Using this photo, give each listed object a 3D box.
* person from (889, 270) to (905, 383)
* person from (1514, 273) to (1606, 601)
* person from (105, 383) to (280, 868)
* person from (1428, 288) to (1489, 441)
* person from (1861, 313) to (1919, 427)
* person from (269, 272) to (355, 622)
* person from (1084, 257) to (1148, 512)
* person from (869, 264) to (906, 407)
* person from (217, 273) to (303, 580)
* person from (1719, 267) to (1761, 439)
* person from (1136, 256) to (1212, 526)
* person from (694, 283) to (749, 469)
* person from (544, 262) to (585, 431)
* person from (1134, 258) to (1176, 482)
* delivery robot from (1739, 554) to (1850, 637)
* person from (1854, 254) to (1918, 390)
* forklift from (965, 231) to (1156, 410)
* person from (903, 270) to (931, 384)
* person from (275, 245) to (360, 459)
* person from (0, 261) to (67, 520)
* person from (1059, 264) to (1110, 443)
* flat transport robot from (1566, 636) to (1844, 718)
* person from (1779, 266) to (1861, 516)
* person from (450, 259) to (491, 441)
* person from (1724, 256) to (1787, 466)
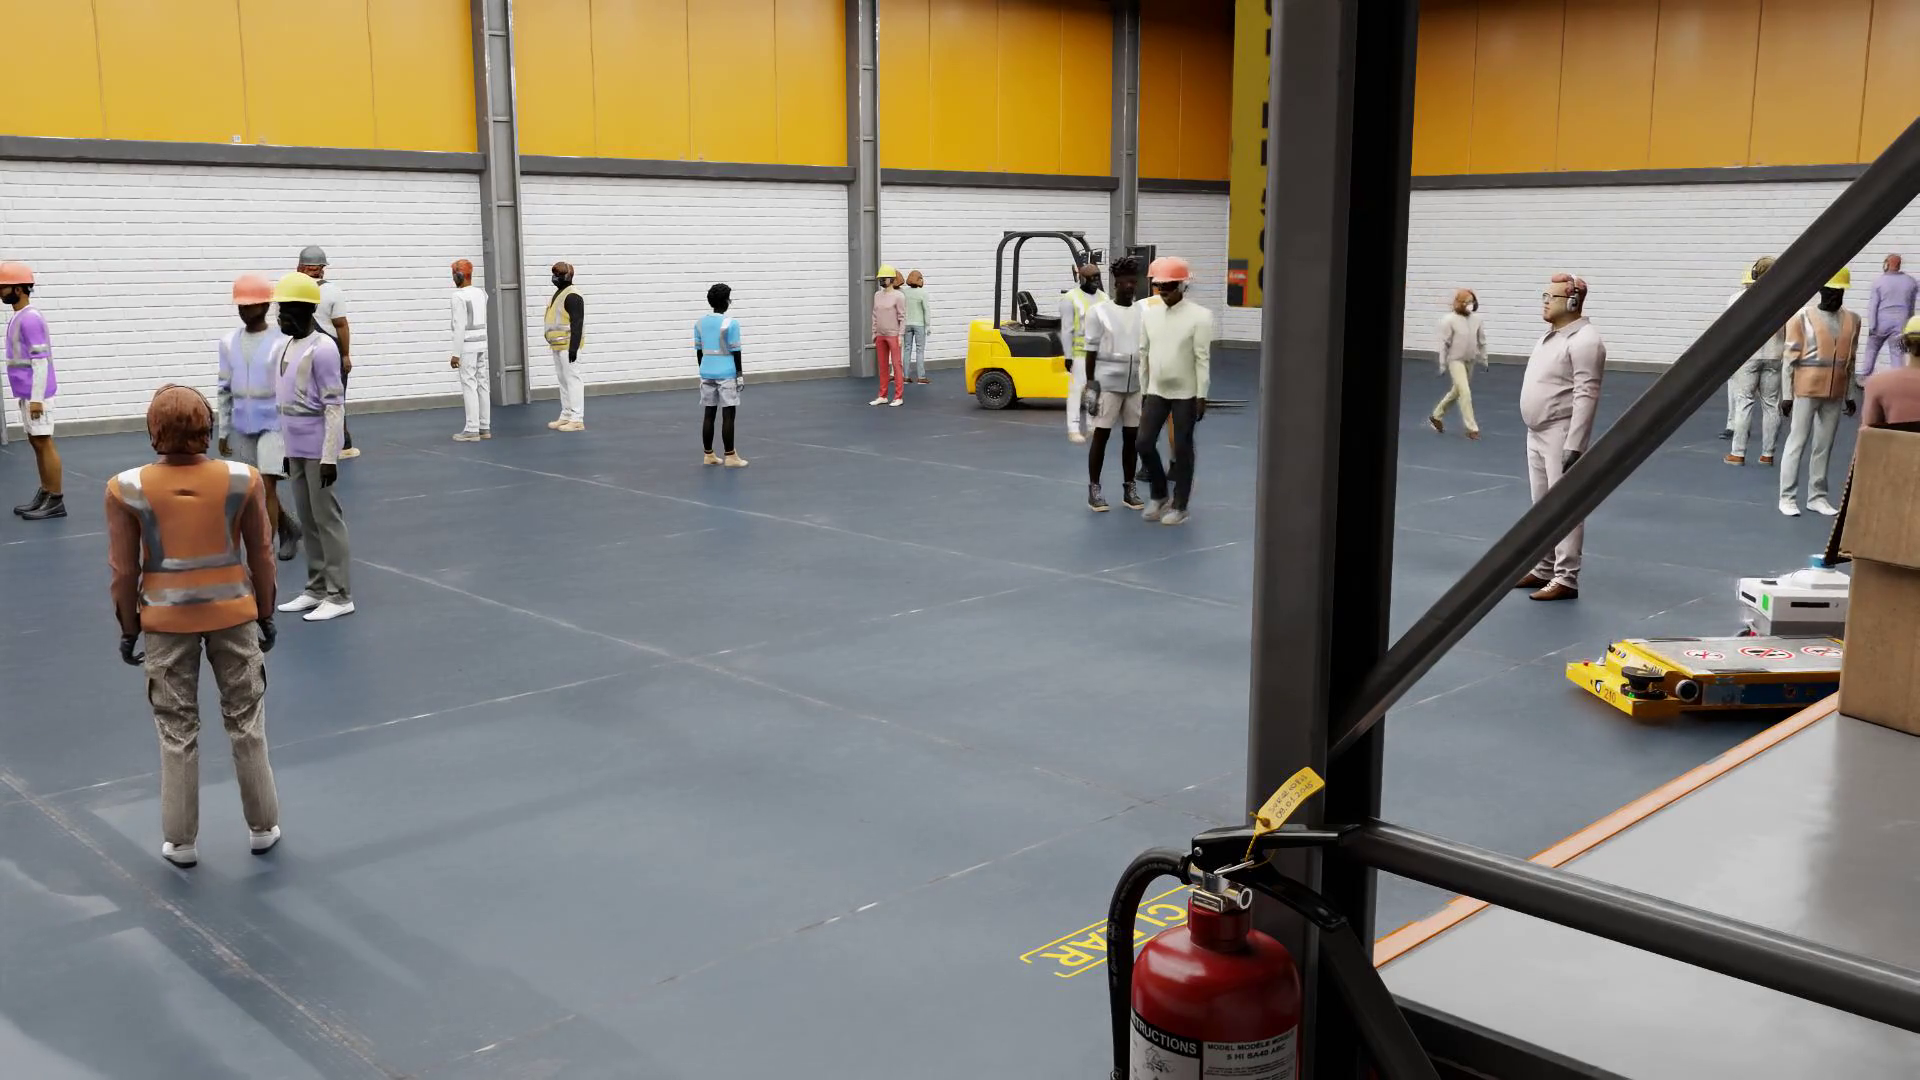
[{"bbox_3d":[-0.922,-3.090,24.108,0.285,1.631,0.501,-7,12,-32],"label":"person"},{"bbox_3d":[3.498,-0.605,9.798,0.407,1.912,0.641,-1,10,-5],"label":"person"},{"bbox_3d":[-2.576,0.294,5.633,0.512,1.641,0.309,-6,12,-28],"label":"person"},{"bbox_3d":[5.263,-1.870,17.584,0.554,1.591,0.812,-4,11,-22],"label":"person"},{"bbox_3d":[5.150,-0.375,9.032,0.536,1.736,0.837,10,14,42],"label":"person"},{"bbox_3d":[-3.624,-0.518,9.266,0.352,1.930,0.594,-10,14,-43],"label":"person"},{"bbox_3d":[1.247,-1.198,12.919,0.642,1.963,0.377,-4,11,-22],"label":"person"},{"bbox_3d":[-0.904,-2.553,20.813,0.522,1.769,0.317,9,13,39],"label":"person"},{"bbox_3d":[-4.412,-0.735,10.548,0.558,1.903,0.884,2,11,9],"label":"person"},{"bbox_3d":[8.343,-1.960,17.459,0.728,1.807,0.600,-7,12,-33],"label":"person"},{"bbox_3d":[1.558,-1.082,12.201,0.629,1.975,0.435,7,13,34],"label":"person"},{"bbox_3d":[-2.195,-1.502,15.272,0.541,1.696,0.315,7,12,33],"label":"person"},{"bbox_3d":[-4.332,-2.118,18.229,0.429,1.846,0.633,-6,12,-31],"label":"person"},{"bbox_3d":[1.722,-1.469,14.437,0.551,1.934,0.373,-2,11,-10],"label":"person"},{"bbox_3d":[4.254,0.316,8.222,0.707,0.478,0.477,1,10,4],"label":"delivery robot"},{"bbox_3d":[12.559,-2.923,22.558,0.651,1.868,0.928,2,11,9],"label":"person"},{"bbox_3d":[1.222,-2.721,20.561,2.313,2.155,1.214,2,11,13],"label":"forklift"},{"bbox_3d":[-0.646,-3.061,23.944,0.507,1.632,0.274,6,12,28],"label":"person"},{"bbox_3d":[-6.124,-1.796,15.937,0.672,2.000,0.536,1,10,7],"label":"person"},{"bbox_3d":[-7.008,-1.117,12.515,0.375,1.939,0.546,-7,13,-35],"label":"person"},{"bbox_3d":[1.322,-1.928,17.204,0.635,1.840,0.429,-7,12,-33],"label":"person"},{"bbox_3d":[3.615,0.614,7.624,1.431,0.197,0.652,-1,10,-5],"label":"flat transport robot"},{"bbox_3d":[6.545,-1.133,12.640,0.593,1.922,0.387,-1,10,-7],"label":"person"},{"bbox_3d":[-5.123,-1.976,17.345,0.356,1.886,0.574,2,11,13],"label":"person"},{"bbox_3d":[7.386,-1.644,15.387,0.631,1.940,0.372,1,10,6],"label":"person"}]
